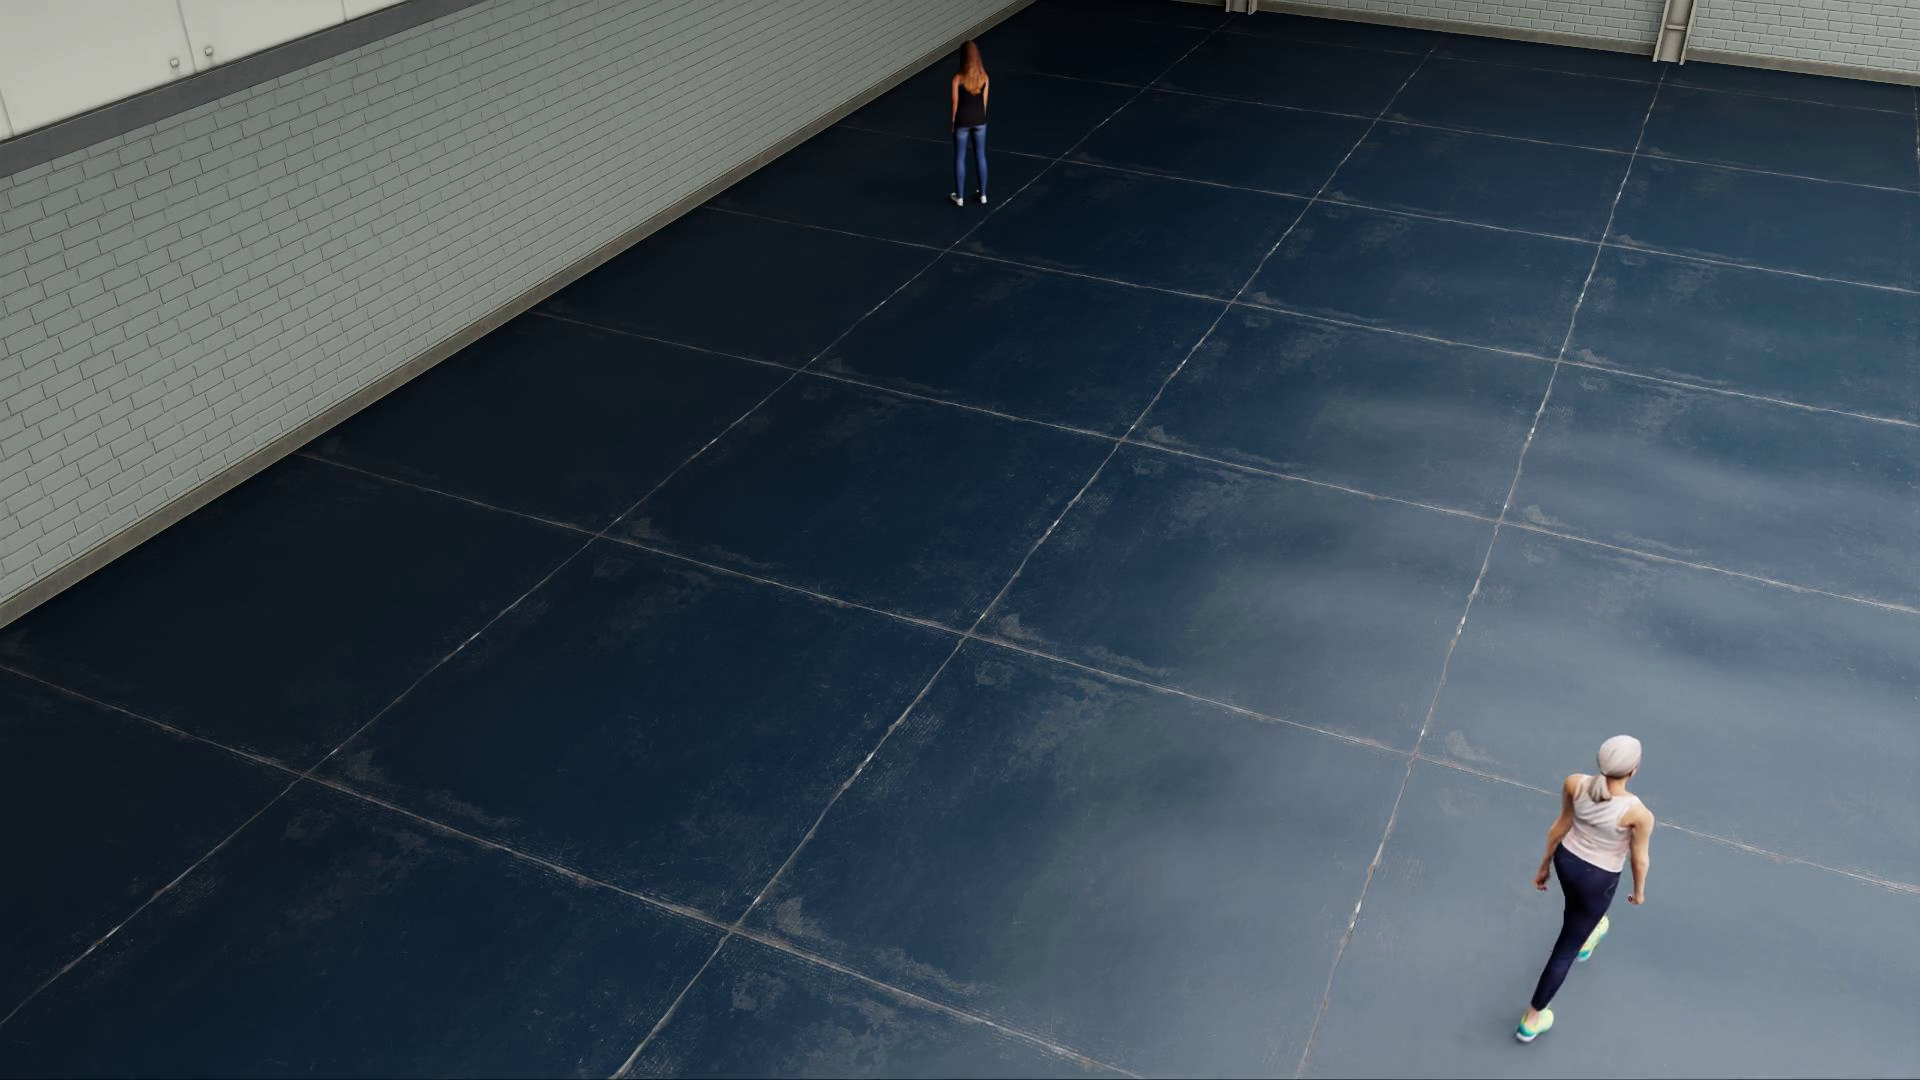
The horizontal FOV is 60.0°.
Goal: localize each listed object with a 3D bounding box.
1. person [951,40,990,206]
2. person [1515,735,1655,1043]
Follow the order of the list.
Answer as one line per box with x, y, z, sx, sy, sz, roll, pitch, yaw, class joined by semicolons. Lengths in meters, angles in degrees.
0.101;-4.406;17.586;0.649;1.722;0.704;-12;34;-18;person
2.946;1.700;7.969;1.010;1.654;1.176;-24;39;-32;person
